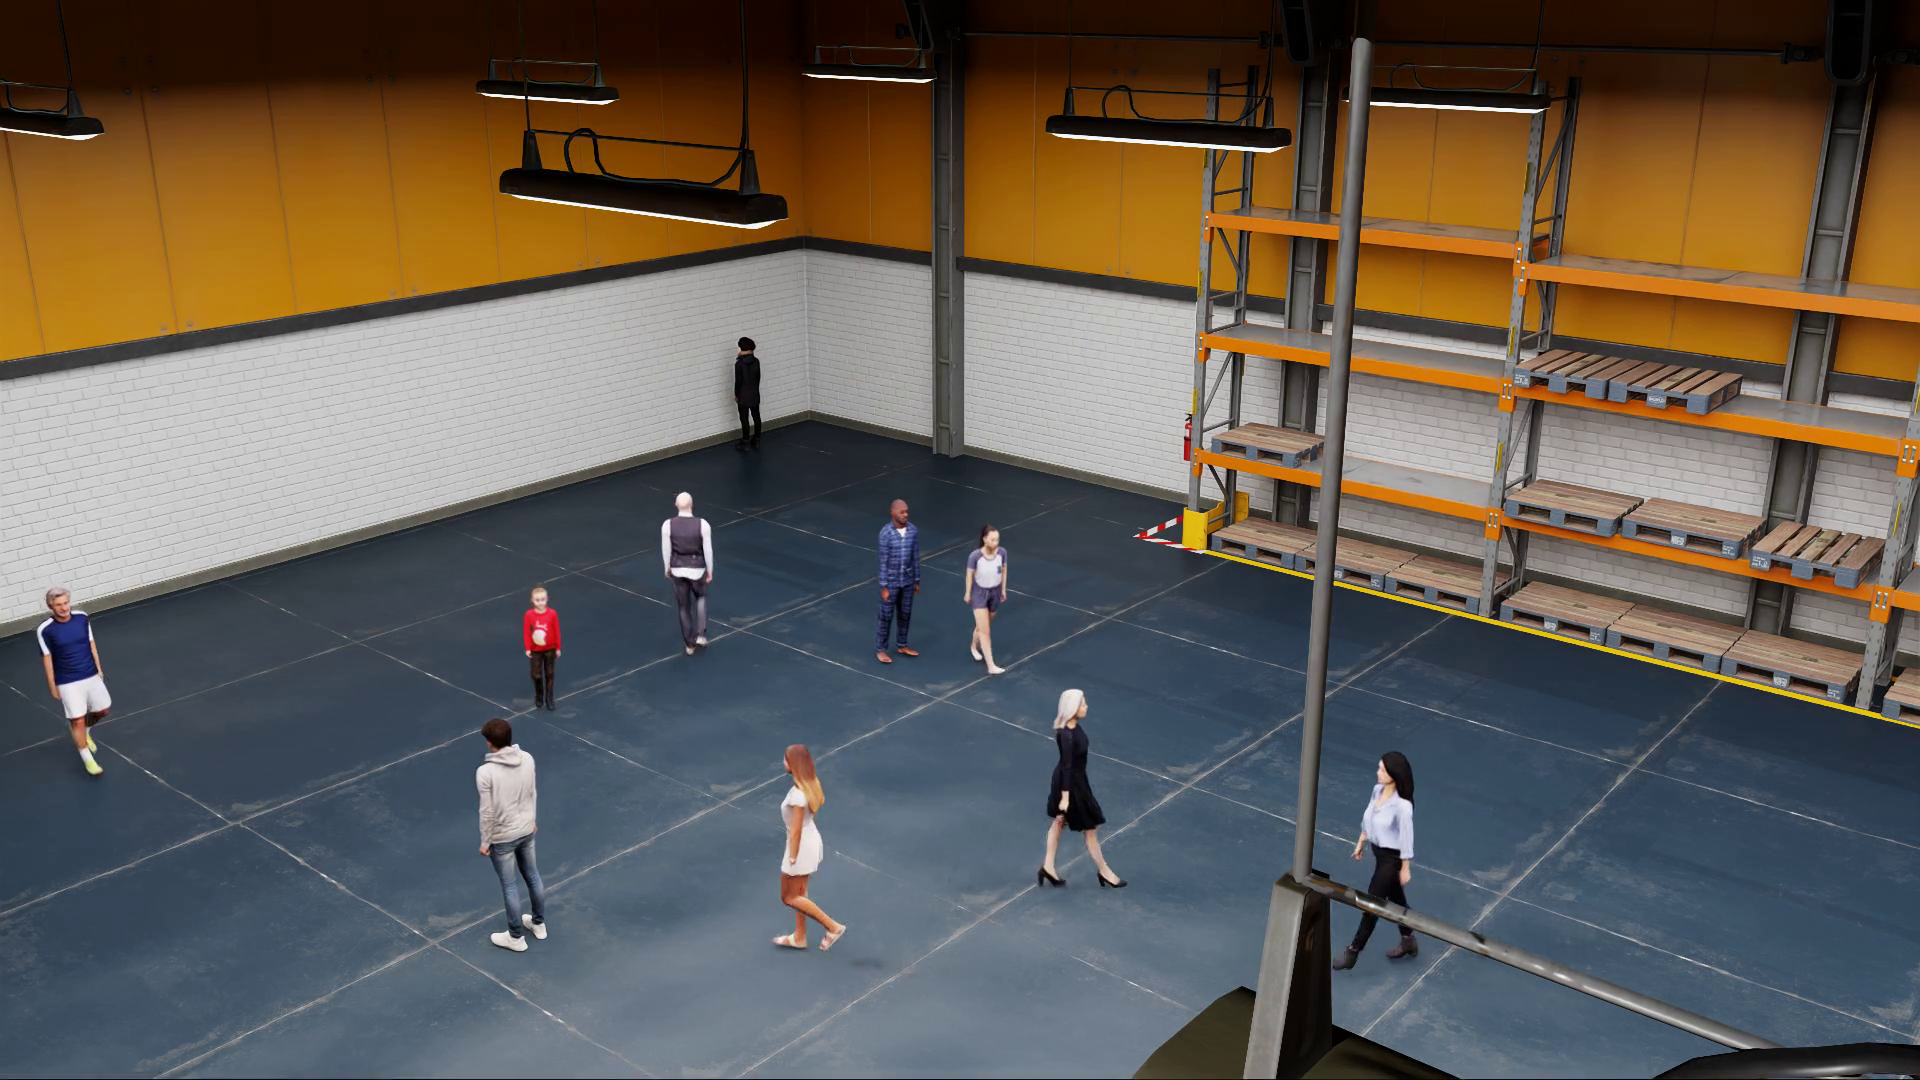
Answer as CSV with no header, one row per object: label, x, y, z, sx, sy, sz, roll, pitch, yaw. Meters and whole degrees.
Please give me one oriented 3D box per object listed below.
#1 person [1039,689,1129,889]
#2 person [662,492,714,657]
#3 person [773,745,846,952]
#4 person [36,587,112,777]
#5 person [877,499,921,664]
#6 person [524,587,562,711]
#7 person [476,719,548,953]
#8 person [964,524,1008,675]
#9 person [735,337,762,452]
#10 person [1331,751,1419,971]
person,0.801,2.000,13.269,1.047,1.727,0.929,1,19,4
person,-2.934,0.397,17.893,0.803,1.813,0.847,-3,19,-9
person,-1.112,2.322,12.379,0.924,1.684,0.808,3,19,10
person,-8.179,1.256,15.321,0.872,1.826,0.700,12,22,32
person,-0.691,0.422,17.821,0.723,1.811,0.676,-12,22,-32
person,-4.205,1.069,16.736,0.593,1.277,0.630,-6,20,-18
person,-3.364,2.199,12.487,0.586,1.848,0.681,13,22,33
person,0.226,0.601,17.620,0.835,1.600,1.113,-10,21,-26
person,-3.293,-2.285,25.907,0.646,1.781,0.633,-16,25,-40
person,3.237,2.360,12.223,1.085,1.710,1.074,-4,19,-12
